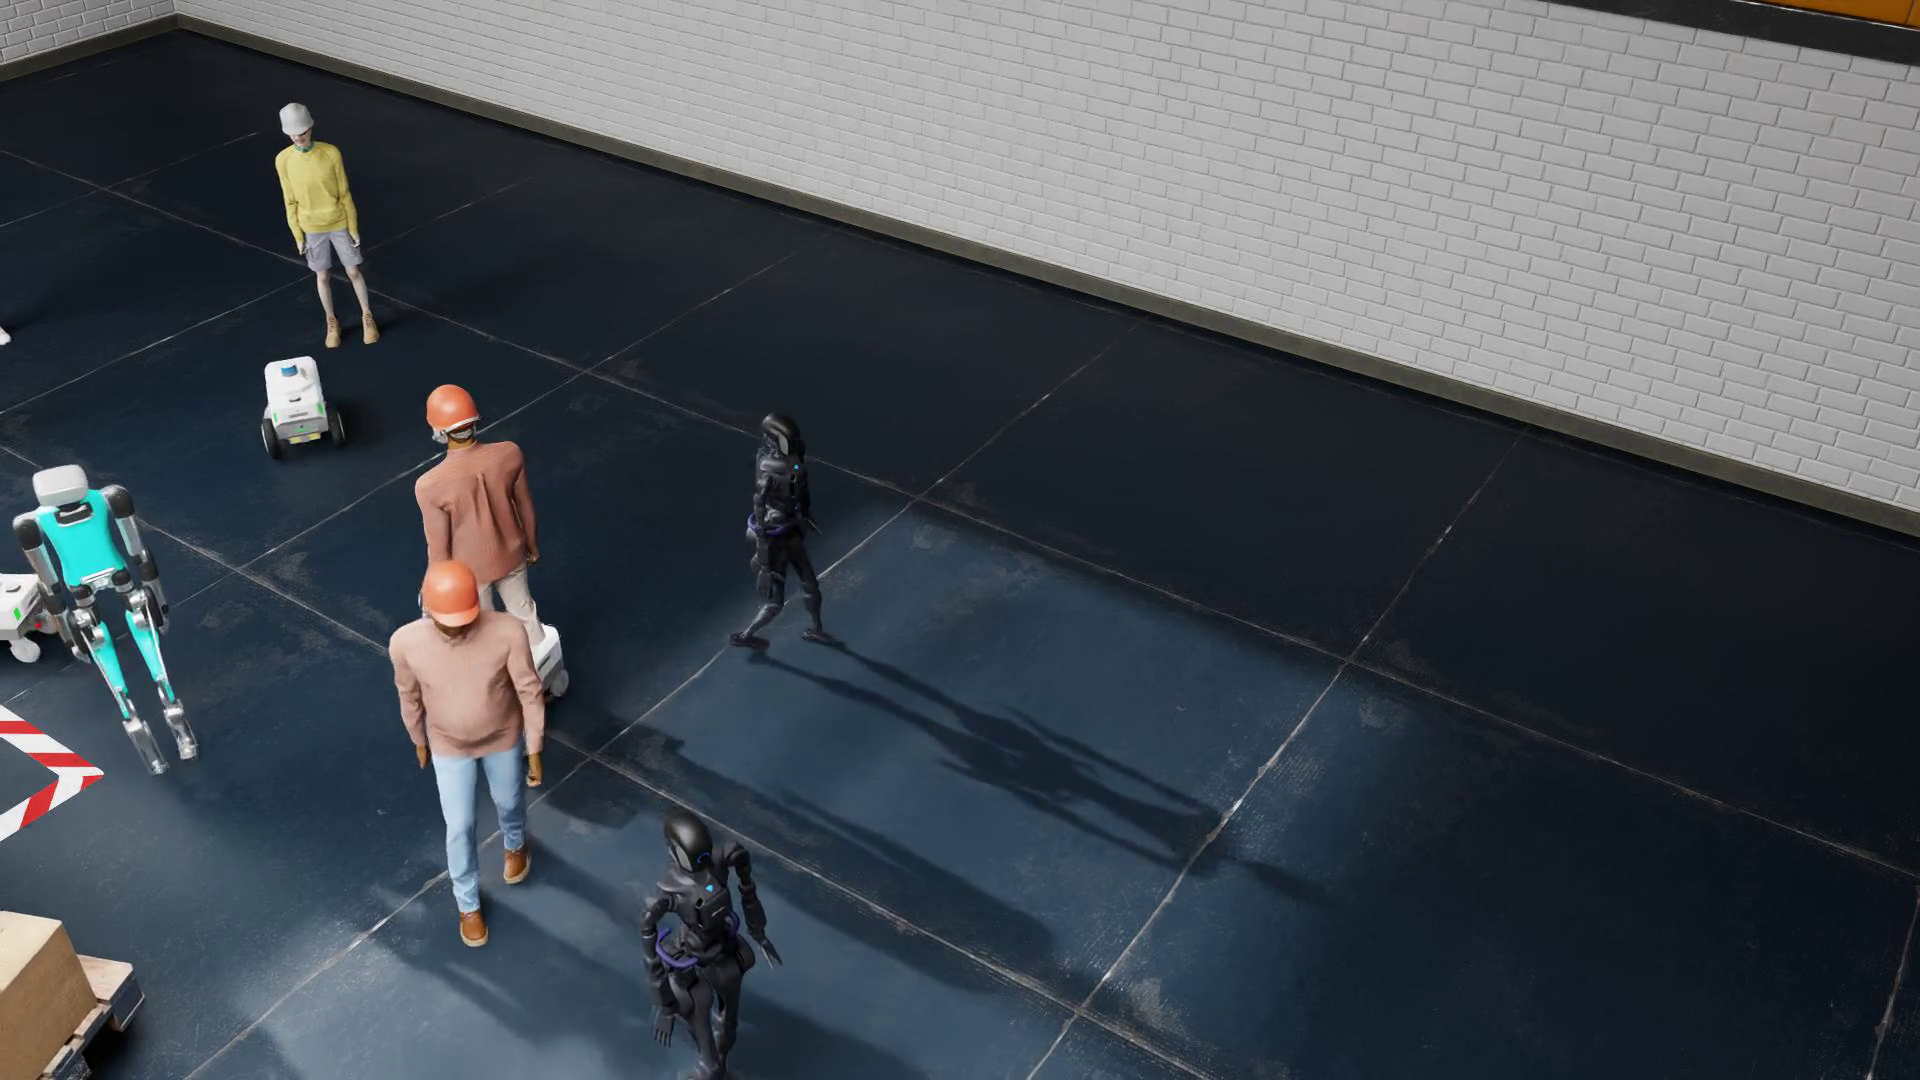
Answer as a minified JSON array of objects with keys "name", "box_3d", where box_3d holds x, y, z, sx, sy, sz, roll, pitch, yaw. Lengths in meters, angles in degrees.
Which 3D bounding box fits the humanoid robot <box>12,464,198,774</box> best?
[{"name":"humanoid robot","box_3d":[-4.159,0.488,8.270,0.532,1.783,0.654,-23,41,-29]}]

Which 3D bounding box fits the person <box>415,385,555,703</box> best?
[{"name":"person","box_3d":[-2.471,0.087,8.637,0.621,1.989,0.399,-29,44,-35]}]

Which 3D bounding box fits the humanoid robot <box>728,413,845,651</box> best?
[{"name":"humanoid robot","box_3d":[-1.015,-0.038,9.110,0.590,1.626,0.622,12,37,17]}]

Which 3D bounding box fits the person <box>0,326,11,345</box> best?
[{"name":"person","box_3d":[-7.387,-2.255,12.097,0.512,1.865,0.334,-20,40,-26]}]

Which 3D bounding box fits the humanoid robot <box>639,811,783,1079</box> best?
[{"name":"humanoid robot","box_3d":[-0.996,1.691,6.621,0.387,1.651,0.609,28,44,34]}]

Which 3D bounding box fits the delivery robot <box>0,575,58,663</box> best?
[{"name":"delivery robot","box_3d":[-5.596,0.406,9.436,0.790,0.597,0.499,0,35,0]}]

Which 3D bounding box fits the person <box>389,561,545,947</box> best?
[{"name":"person","box_3d":[-2.176,0.884,7.521,0.635,1.957,0.669,-9,36,-12]}]

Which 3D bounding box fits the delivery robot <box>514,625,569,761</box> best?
[{"name":"delivery robot","box_3d":[-2.430,0.768,8.910,0.499,0.587,0.781,11,36,15]}]

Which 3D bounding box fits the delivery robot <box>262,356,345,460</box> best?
[{"name":"delivery robot","box_3d":[-4.521,-0.915,11.338,0.517,0.614,0.785,-13,37,-18]}]

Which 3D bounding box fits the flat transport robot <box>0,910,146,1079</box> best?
[{"name":"flat transport robot","box_3d":[-4.215,2.292,6.988,0.659,0.231,1.431,7,36,10]}]

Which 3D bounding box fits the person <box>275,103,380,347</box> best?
[{"name":"person","box_3d":[-4.639,-2.293,12.140,0.478,1.881,0.392,-11,36,-15]}]
